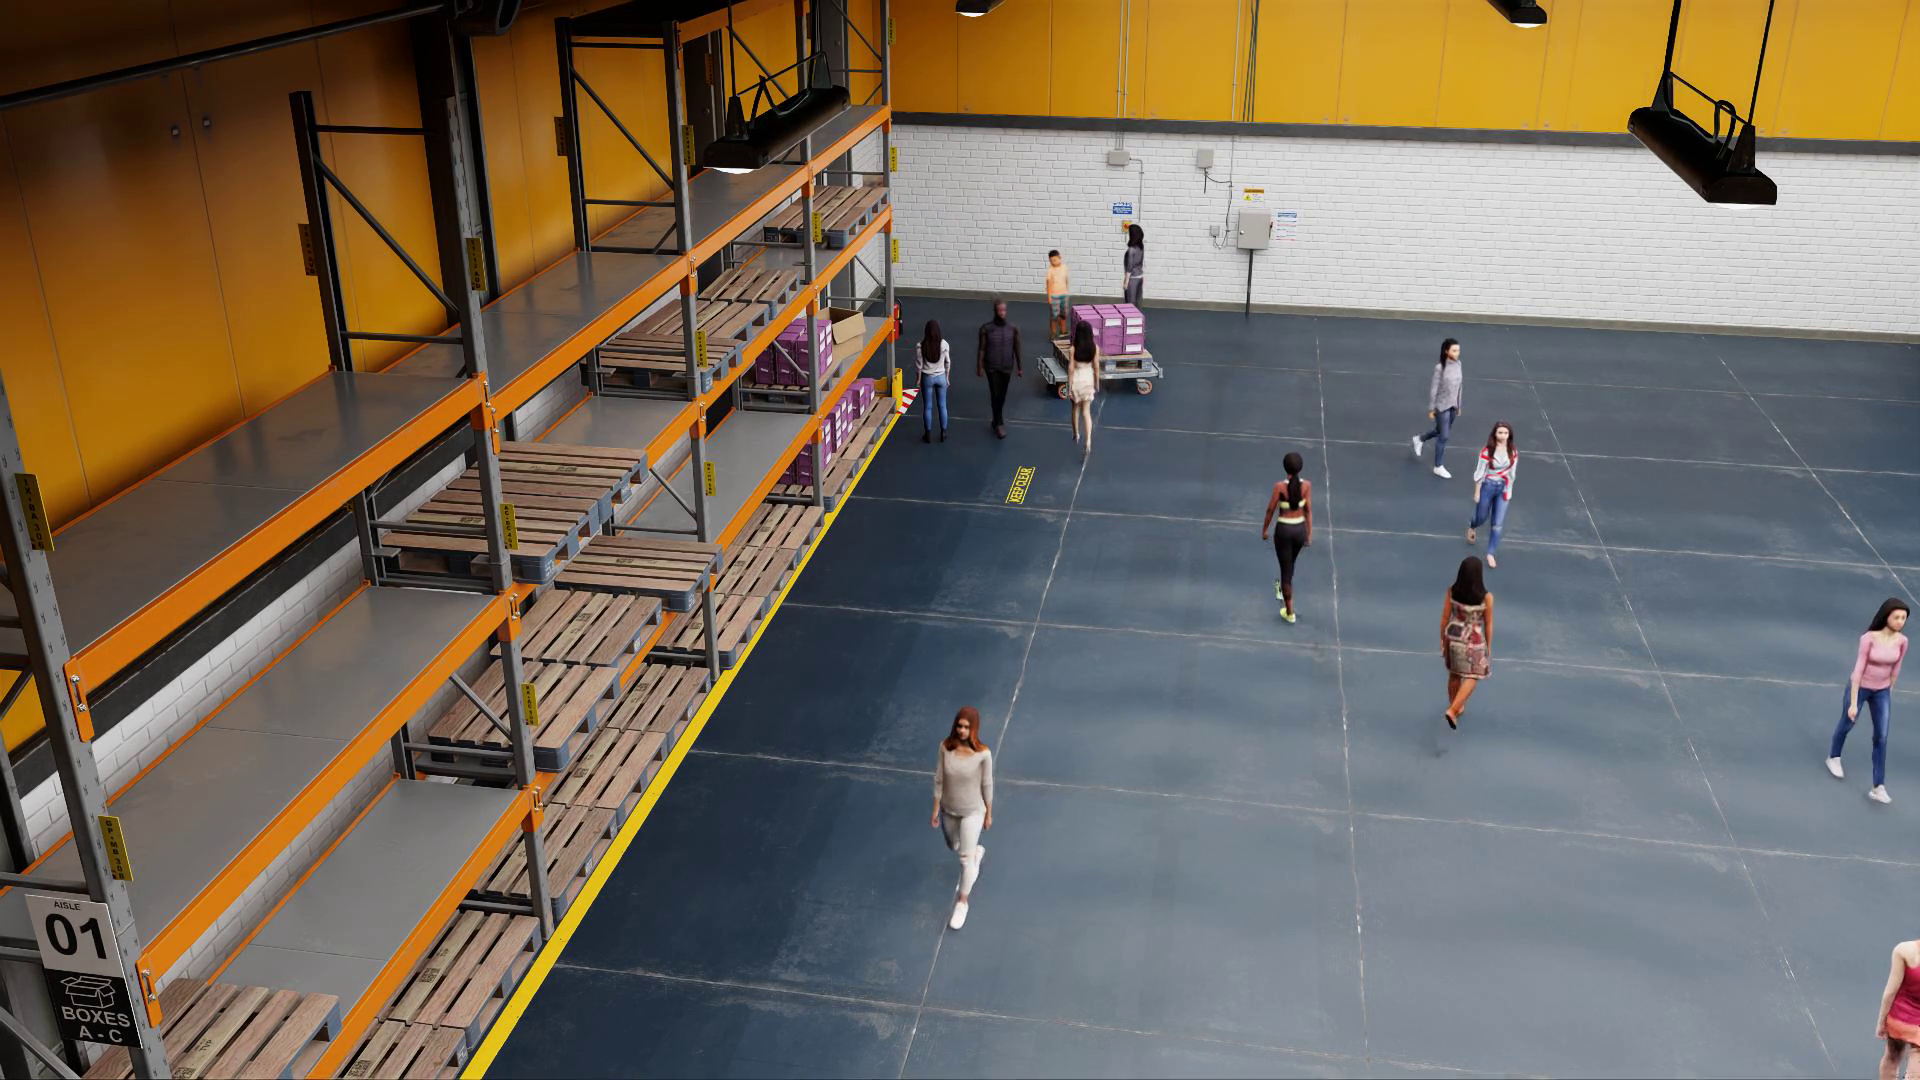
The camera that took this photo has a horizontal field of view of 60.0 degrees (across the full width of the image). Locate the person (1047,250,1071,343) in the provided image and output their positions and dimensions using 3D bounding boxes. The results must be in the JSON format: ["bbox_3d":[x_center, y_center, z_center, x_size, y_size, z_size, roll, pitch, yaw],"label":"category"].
[{"bbox_3d":[1.524,-3.773,25.610,0.785,1.436,0.795,-18,29,-35],"label":"person"}]

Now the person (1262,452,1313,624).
[{"bbox_3d":[3.321,0.008,16.601,0.801,1.723,1.066,-3,24,-7],"label":"person"}]

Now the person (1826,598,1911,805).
[{"bbox_3d":[7.487,1.237,13.803,0.686,1.713,1.060,1,24,3],"label":"person"}]

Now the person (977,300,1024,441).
[{"bbox_3d":[0.495,-2.249,21.669,1.005,1.799,1.209,-5,24,-12],"label":"person"}]

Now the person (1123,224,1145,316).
[{"bbox_3d":[2.695,-4.014,25.752,0.732,1.763,0.599,16,28,33],"label":"person"}]

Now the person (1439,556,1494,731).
[{"bbox_3d":[4.410,0.932,14.598,0.853,1.634,0.988,16,28,32],"label":"person"}]

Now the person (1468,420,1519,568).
[{"bbox_3d":[5.767,-0.549,18.031,0.675,1.597,0.945,1,24,1],"label":"person"}]

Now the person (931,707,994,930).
[{"bbox_3d":[0.038,1.947,12.218,0.761,1.681,1.092,10,26,22],"label":"person"}]

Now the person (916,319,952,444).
[{"bbox_3d":[-0.334,-2.057,21.437,0.669,1.634,0.636,-5,24,-10],"label":"person"}]

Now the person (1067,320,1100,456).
[{"bbox_3d":[1.561,-1.884,20.958,0.833,1.701,1.128,-4,24,-9],"label":"person"}]

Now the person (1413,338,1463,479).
[{"bbox_3d":[5.896,-1.664,20.444,0.994,1.709,1.060,-15,28,-30],"label":"person"}]
